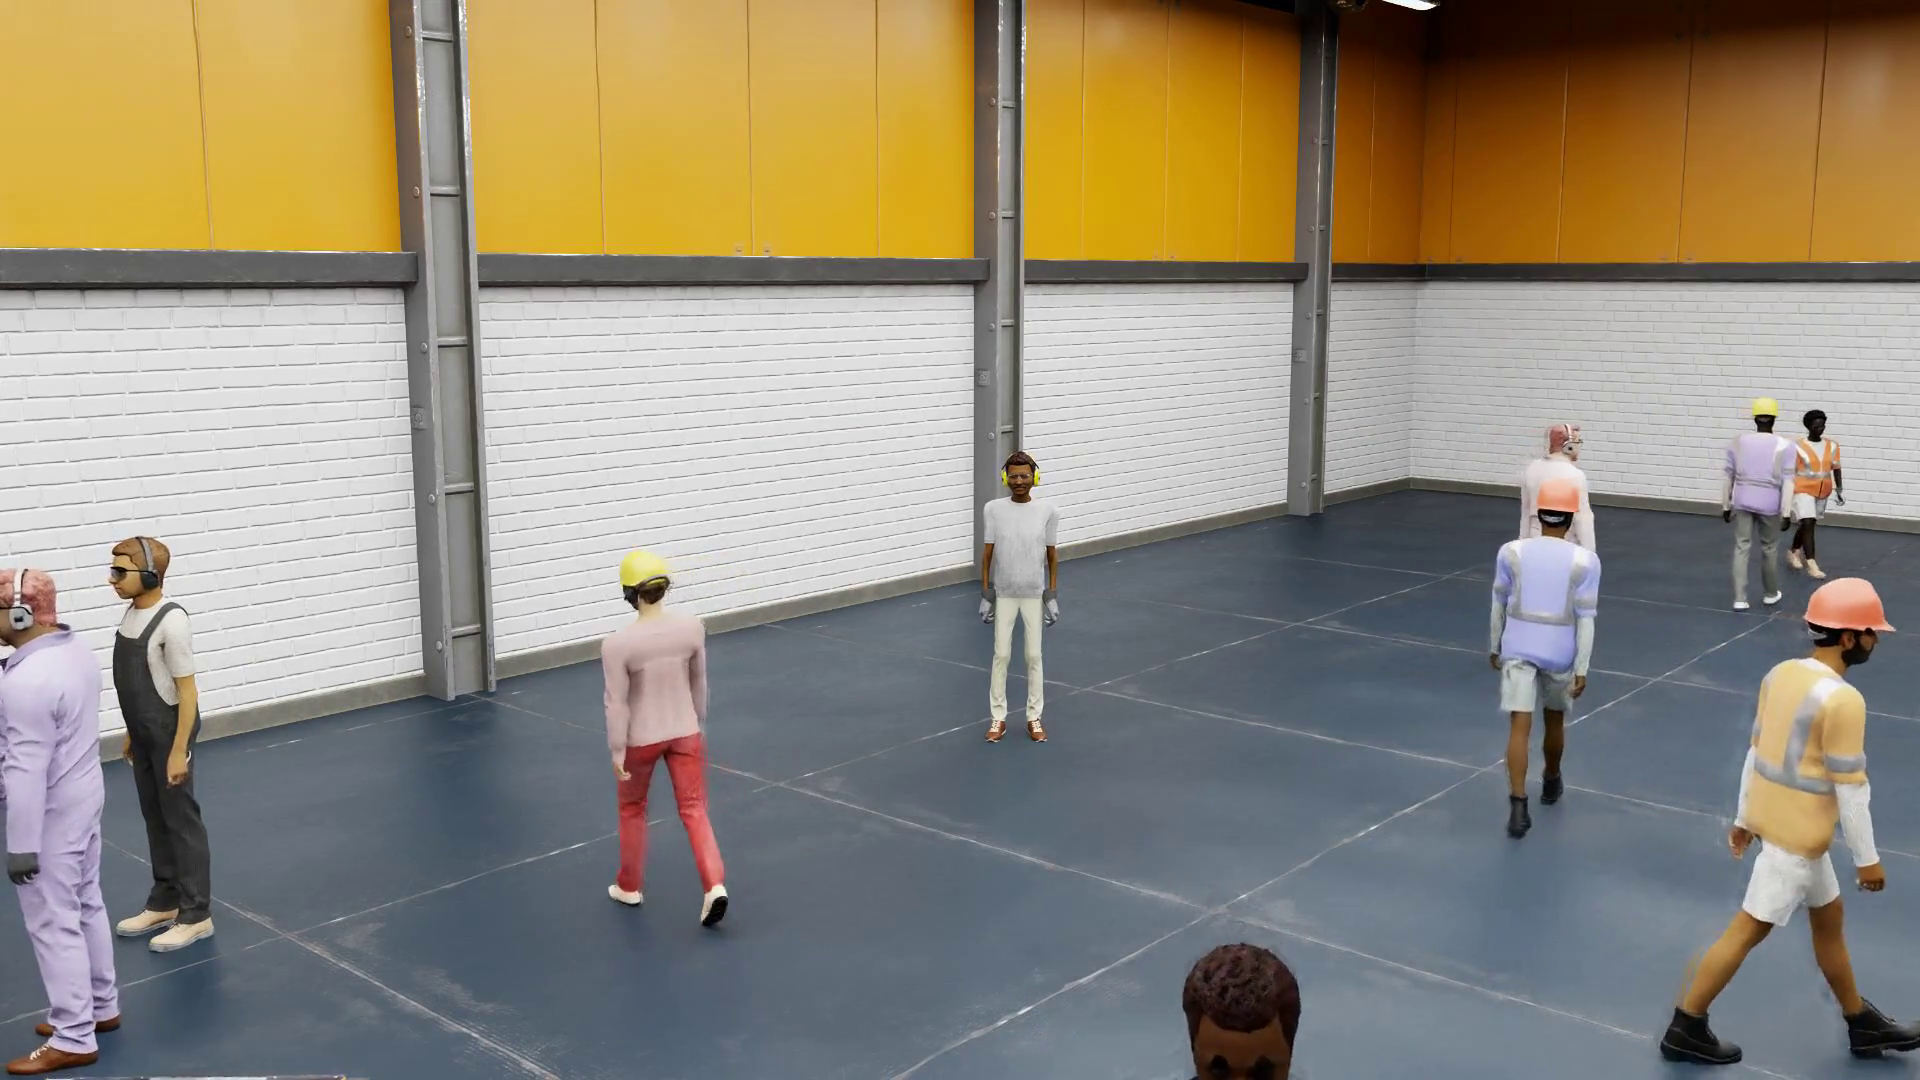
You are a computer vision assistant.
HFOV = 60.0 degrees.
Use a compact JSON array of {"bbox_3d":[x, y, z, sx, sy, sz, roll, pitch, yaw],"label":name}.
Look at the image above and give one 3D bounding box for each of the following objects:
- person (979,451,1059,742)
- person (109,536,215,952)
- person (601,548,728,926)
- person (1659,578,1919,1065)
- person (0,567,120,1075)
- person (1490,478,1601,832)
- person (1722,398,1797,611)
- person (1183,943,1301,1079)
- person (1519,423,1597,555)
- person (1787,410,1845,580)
[{"bbox_3d":[0.378,0.362,10.620,0.513,1.872,0.328,0,9,0],"label":"person"},{"bbox_3d":[-3.558,0.891,7.374,0.506,1.847,0.344,7,12,39],"label":"person"},{"bbox_3d":[-1.375,0.900,7.635,0.533,1.739,0.787,-5,11,-31],"label":"person"},{"bbox_3d":[3.147,1.066,6.192,1.025,1.876,0.542,1,9,6],"label":"person"},{"bbox_3d":[-3.455,1.040,6.286,0.402,1.901,0.647,-2,9,-11],"label":"person"},{"bbox_3d":[3.171,0.604,9.070,0.563,1.891,0.989,4,10,23],"label":"person"},{"bbox_3d":[7.131,-0.322,14.839,0.610,1.887,0.816,7,12,39],"label":"person"},{"bbox_3d":[0.469,1.583,2.860,0.606,1.902,0.450,0,9,0],"label":"person"},{"bbox_3d":[4.476,0.074,12.365,0.446,1.891,0.646,-1,9,-7],"label":"person"},{"bbox_3d":[8.475,-0.481,16.575,0.528,1.655,0.864,-1,9,-6],"label":"person"}]
